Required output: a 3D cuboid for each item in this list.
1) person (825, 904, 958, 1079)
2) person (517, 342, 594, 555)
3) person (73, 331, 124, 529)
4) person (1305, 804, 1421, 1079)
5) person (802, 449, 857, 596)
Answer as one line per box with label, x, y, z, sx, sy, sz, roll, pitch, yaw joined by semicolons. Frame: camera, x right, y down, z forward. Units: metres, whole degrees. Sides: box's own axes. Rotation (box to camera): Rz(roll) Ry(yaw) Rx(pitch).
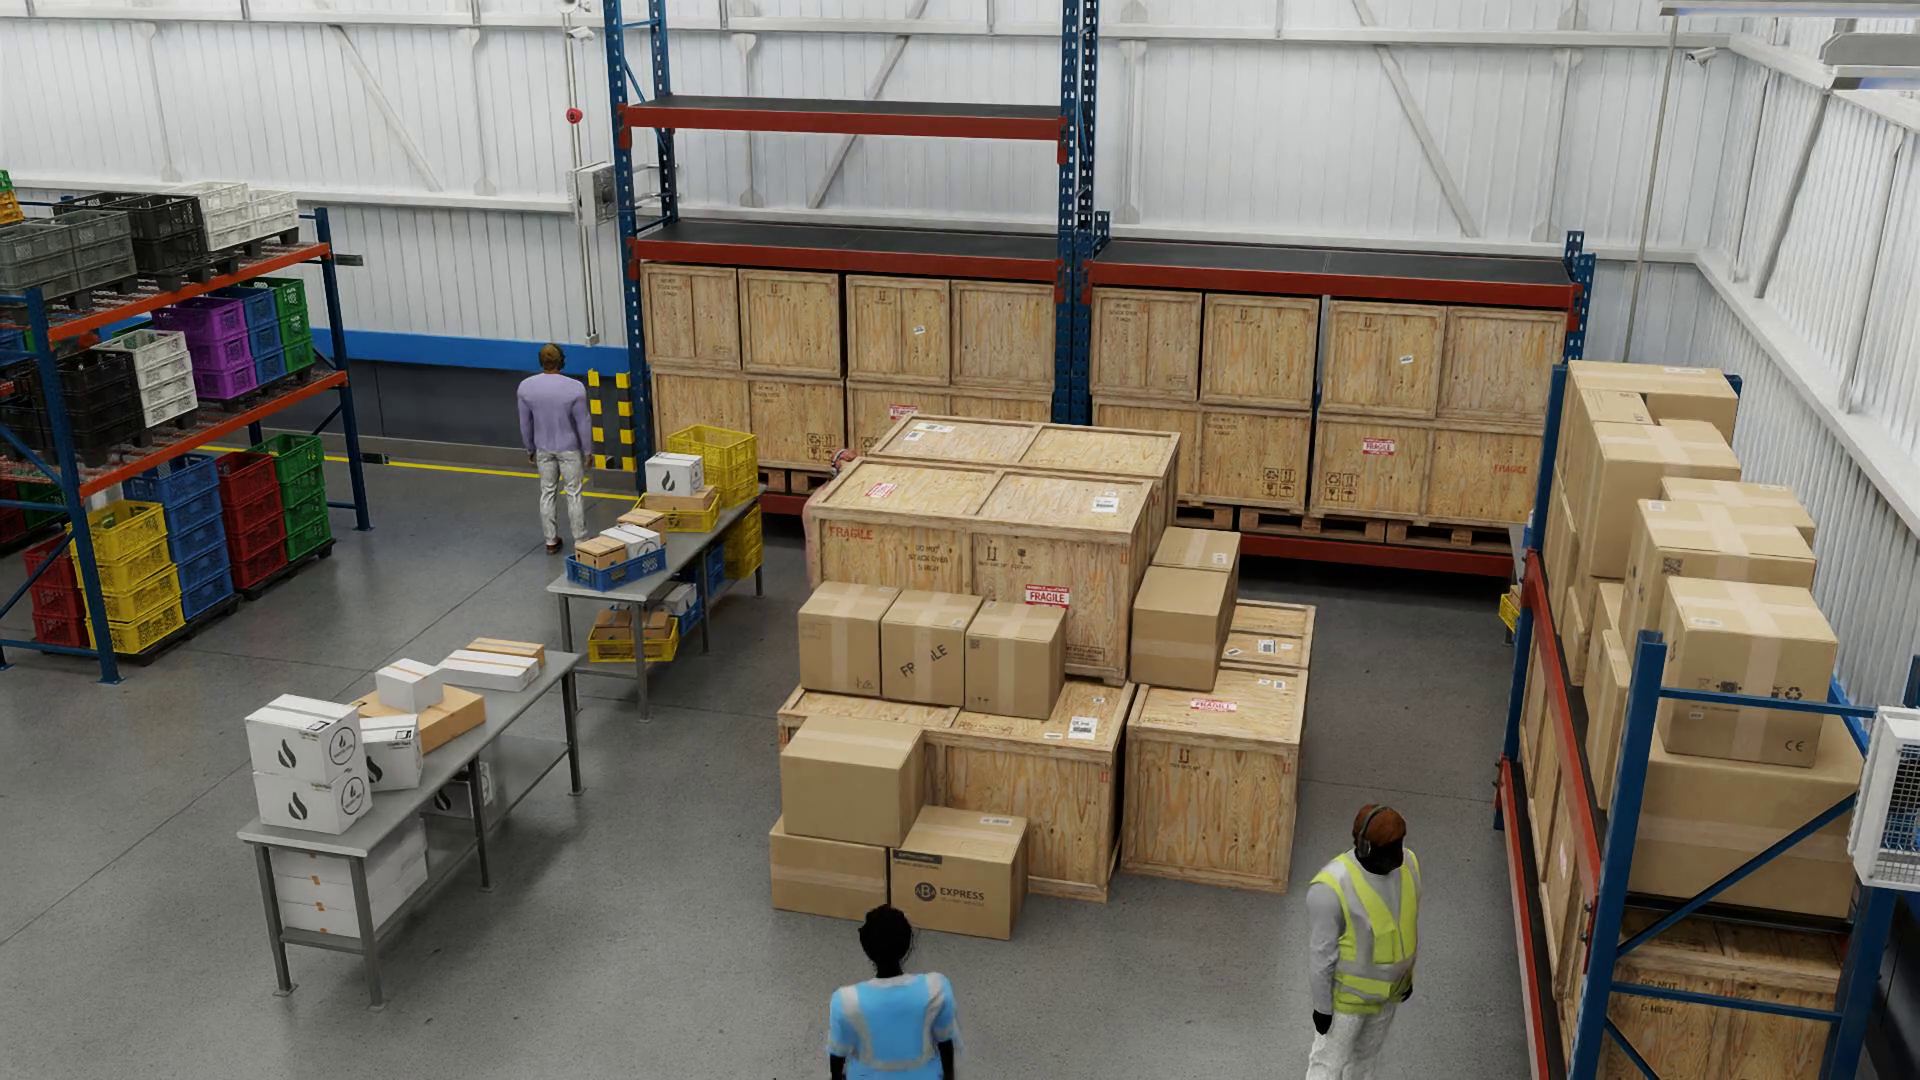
person;-0.290;2.295;7.029;0.557;1.680;0.383;-4;21;-11
person;-3.572;-0.805;14.794;0.635;1.937;0.353;2;21;6
person;-8.007;-1.003;15.438;0.375;1.850;0.734;8;22;19
person;1.830;2.023;7.531;0.621;1.845;0.429;-14;25;-32
person;-0.825;0.239;12.130;0.635;1.900;0.398;-17;27;-37
